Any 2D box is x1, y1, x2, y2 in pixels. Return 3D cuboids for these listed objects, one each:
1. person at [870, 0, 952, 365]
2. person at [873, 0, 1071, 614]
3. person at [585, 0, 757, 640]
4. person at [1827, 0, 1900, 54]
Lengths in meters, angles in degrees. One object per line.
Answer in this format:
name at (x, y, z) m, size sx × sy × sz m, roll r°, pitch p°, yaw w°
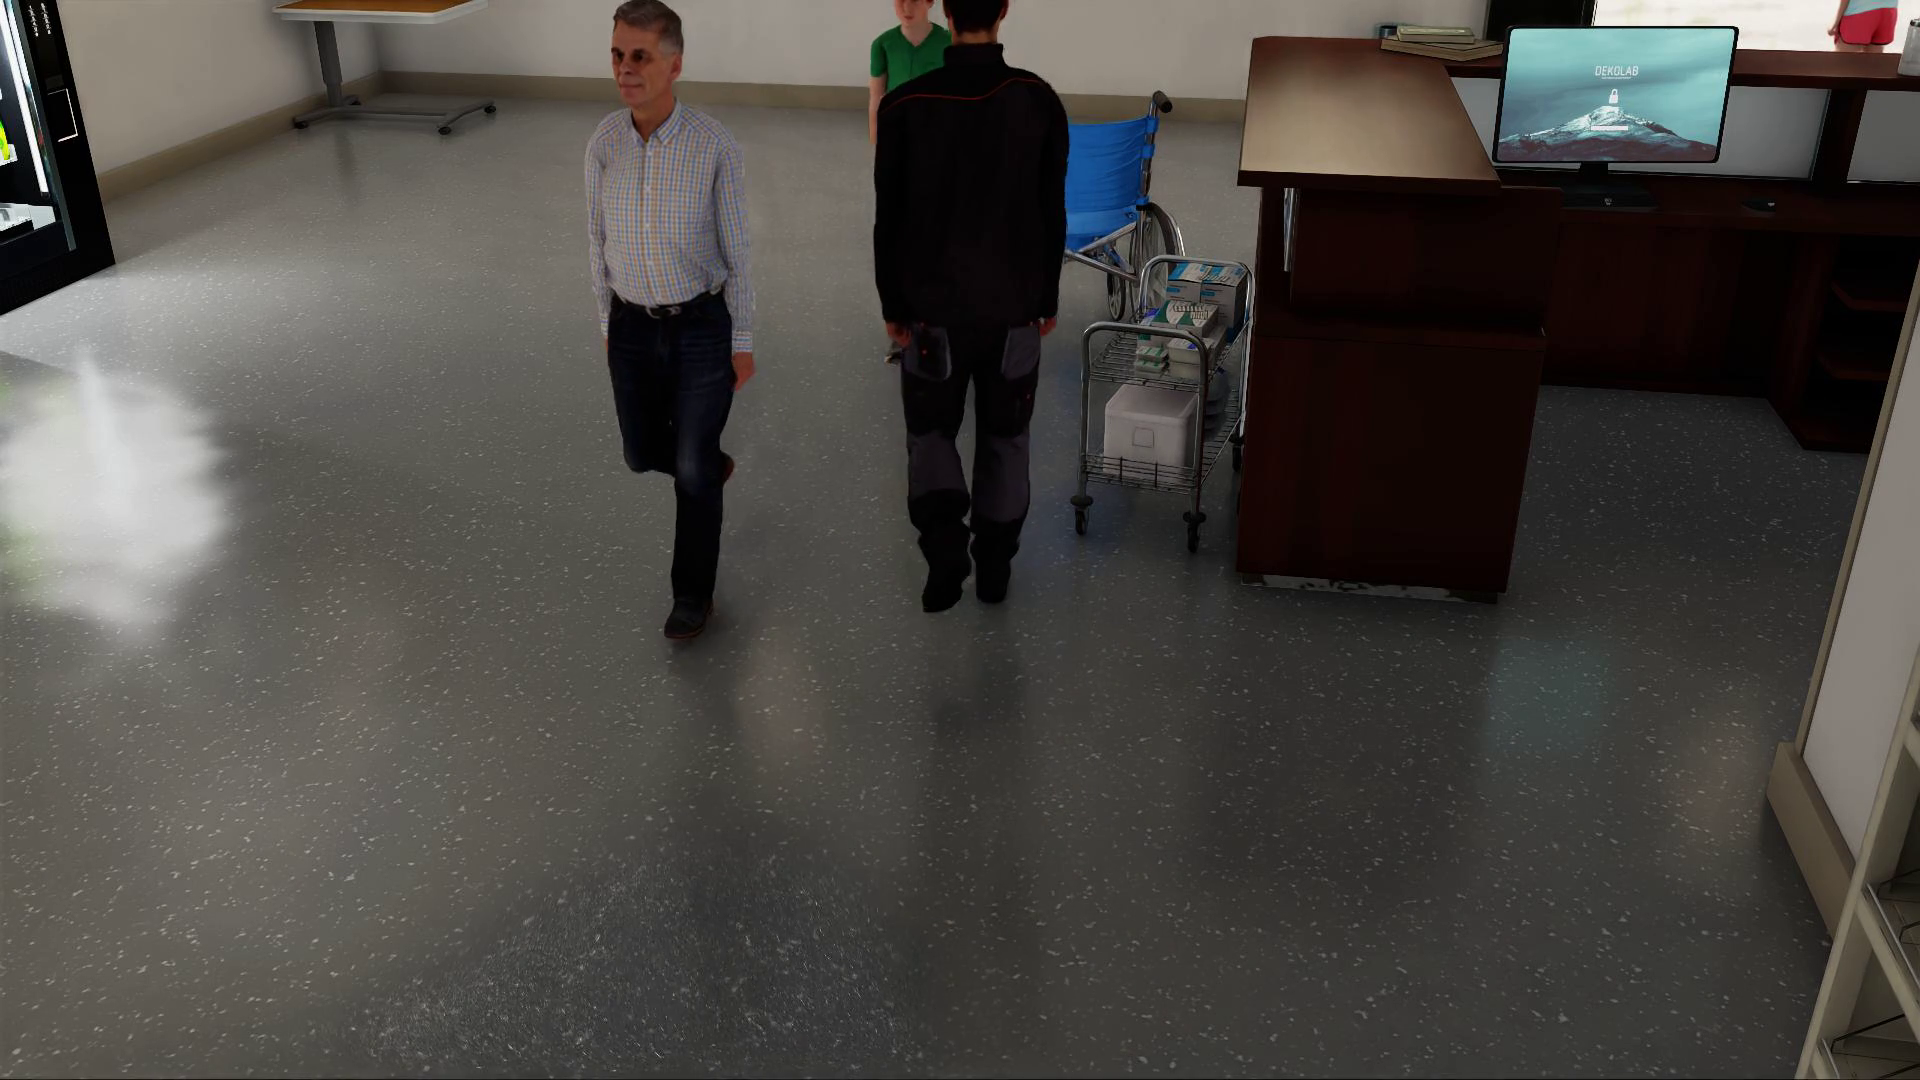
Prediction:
person at (-0.149, -1.588, 7.009) m, size 0.657 × 1.616 × 1.109 m, roll 2°, pitch 26°, yaw 4°
person at (0.043, -0.652, 4.708) m, size 0.828 × 1.928 × 0.994 m, roll -1°, pitch 26°, yaw -2°
person at (-0.797, -0.637, 4.820) m, size 0.685 × 1.804 × 0.956 m, roll 6°, pitch 26°, yaw 12°
person at (5.562, -3.215, 10.211) m, size 0.668 × 1.764 × 0.682 m, roll -6°, pitch 26°, yaw -13°
